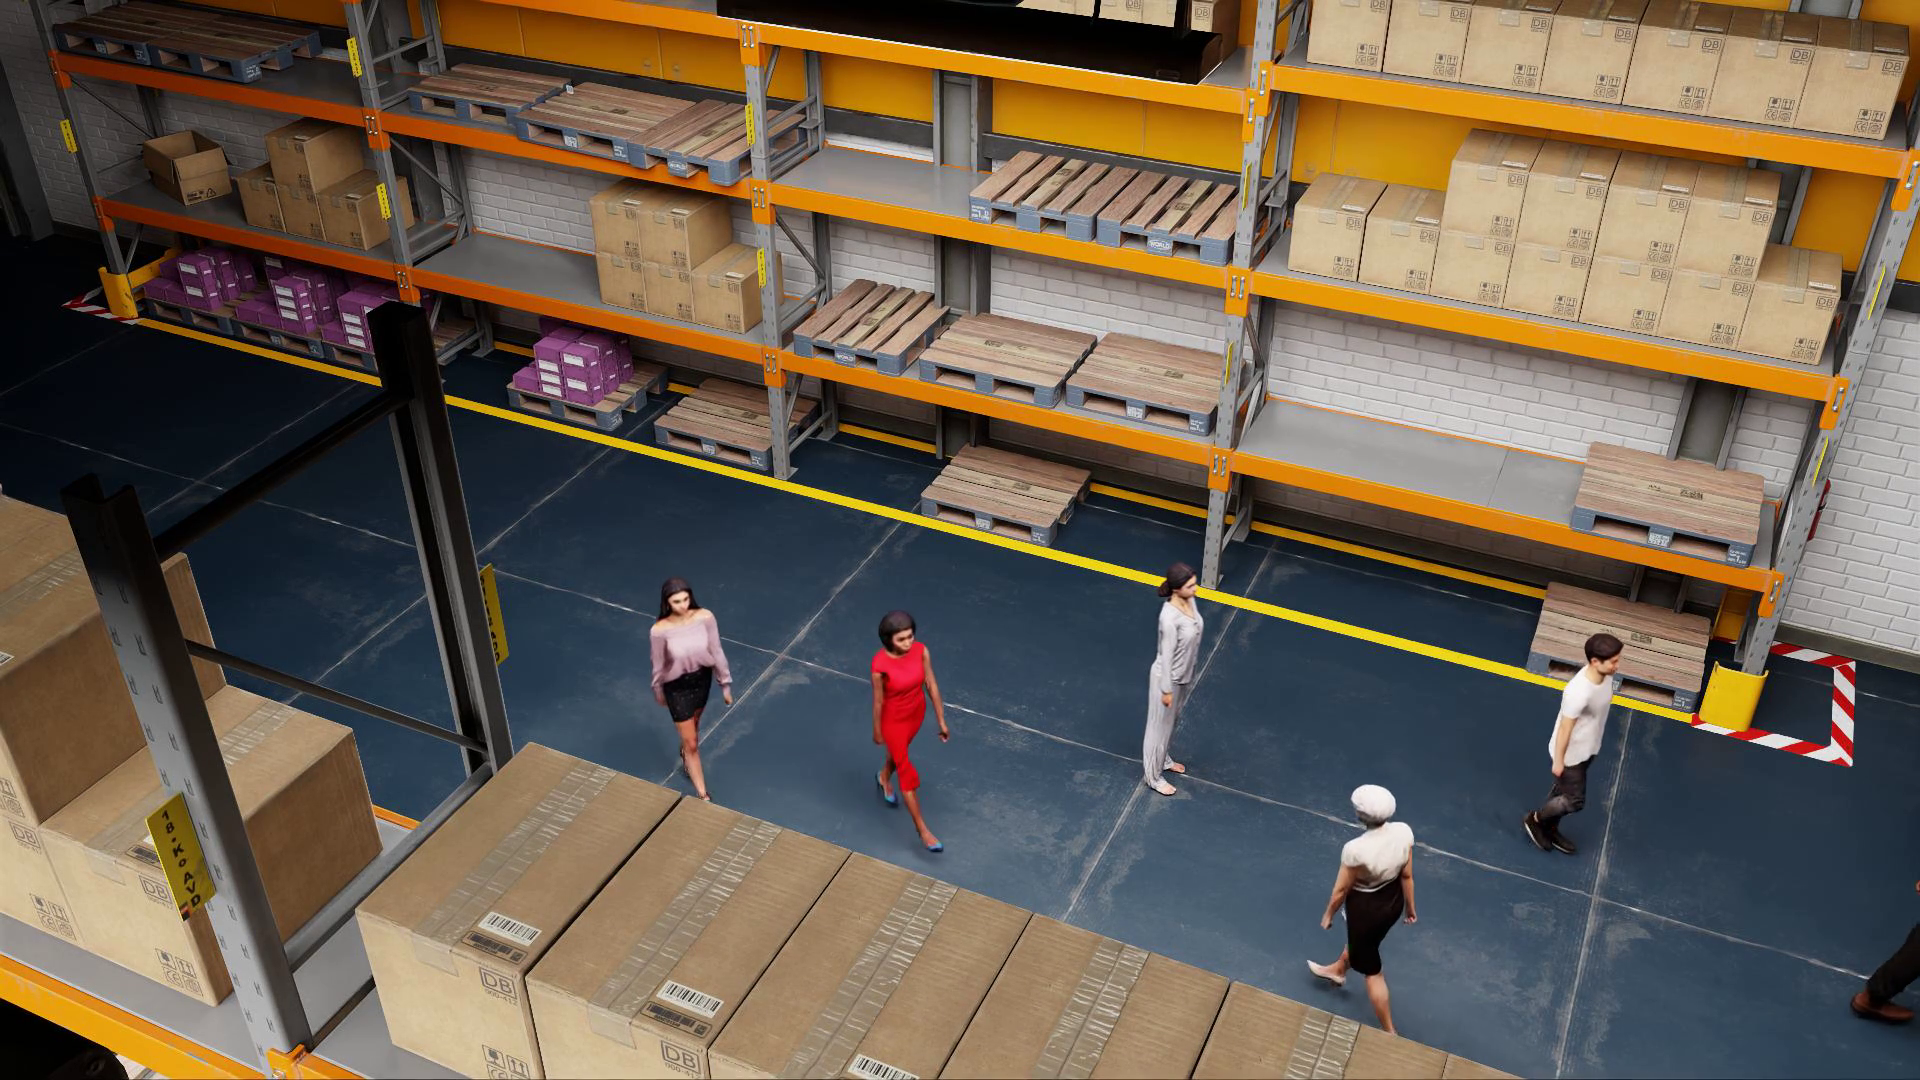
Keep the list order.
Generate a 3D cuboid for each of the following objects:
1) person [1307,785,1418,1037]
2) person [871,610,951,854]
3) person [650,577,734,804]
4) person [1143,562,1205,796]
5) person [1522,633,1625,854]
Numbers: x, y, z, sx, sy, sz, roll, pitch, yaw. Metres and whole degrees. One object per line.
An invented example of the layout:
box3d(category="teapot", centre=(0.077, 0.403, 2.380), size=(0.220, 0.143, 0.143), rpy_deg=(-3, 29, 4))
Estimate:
box3d(category="person", centre=(2.381, 2.156, 9.294), size=(0.953, 1.712, 1.107), rpy_deg=(-16, 37, -23))
box3d(category="person", centre=(-0.418, 1.142, 10.825), size=(0.903, 1.705, 1.159), rpy_deg=(-24, 40, -31))
box3d(category="person", centre=(-1.839, 0.952, 11.051), size=(1.014, 1.771, 1.152), rpy_deg=(-17, 37, -24))
box3d(category="person", centre=(1.411, 0.900, 11.128), size=(0.517, 1.773, 0.580), rpy_deg=(16, 37, 22))
box3d(category="person", centre=(3.862, 1.272, 10.619), size=(0.705, 1.717, 0.718), rpy_deg=(27, 42, 34))
